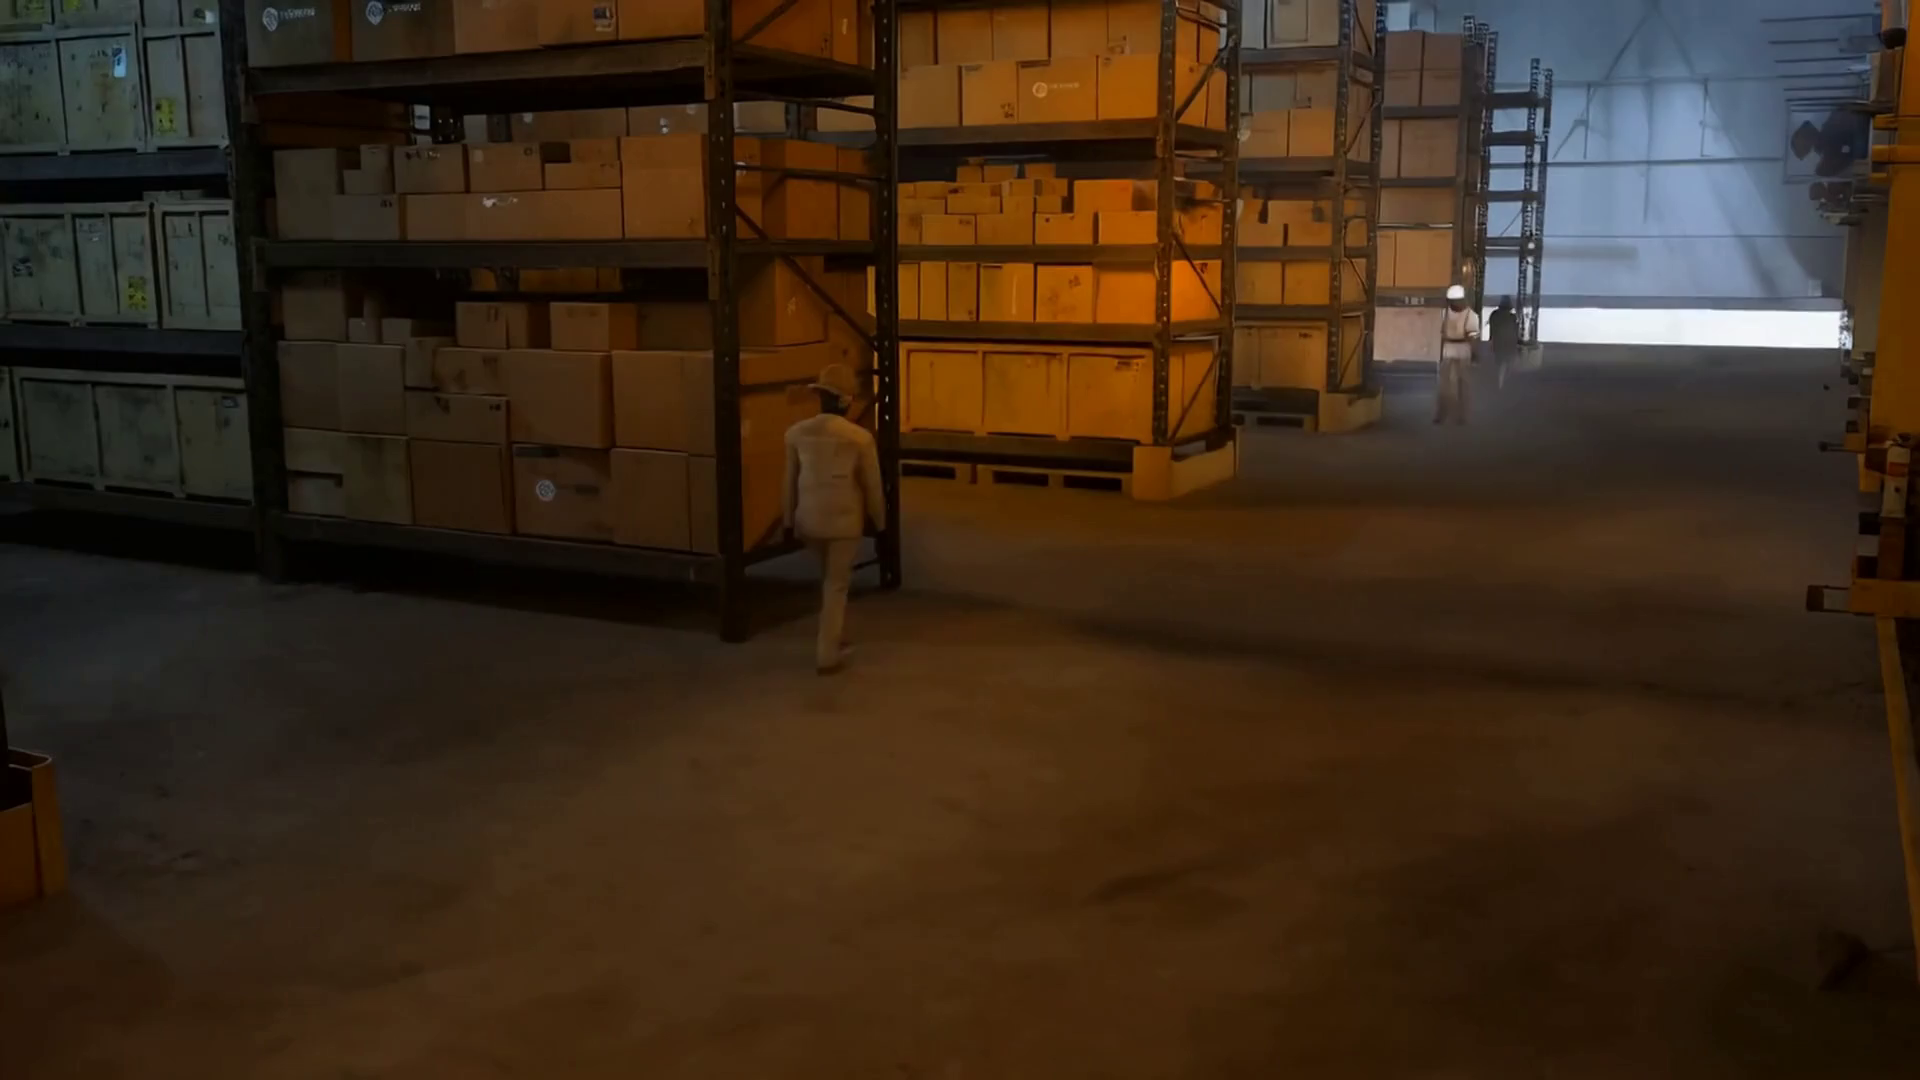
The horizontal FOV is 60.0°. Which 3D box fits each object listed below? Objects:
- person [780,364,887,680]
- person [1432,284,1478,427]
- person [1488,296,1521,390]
[{"bbox_3d":[-0.647,-0.121,9.290,0.585,1.718,0.750,5,11,26],"label":"person"},{"bbox_3d":[6.603,-2.445,22.198,0.556,1.912,0.655,7,12,34],"label":"person"},{"bbox_3d":[9.286,-3.363,28.415,0.528,1.605,0.762,5,11,26],"label":"person"}]
